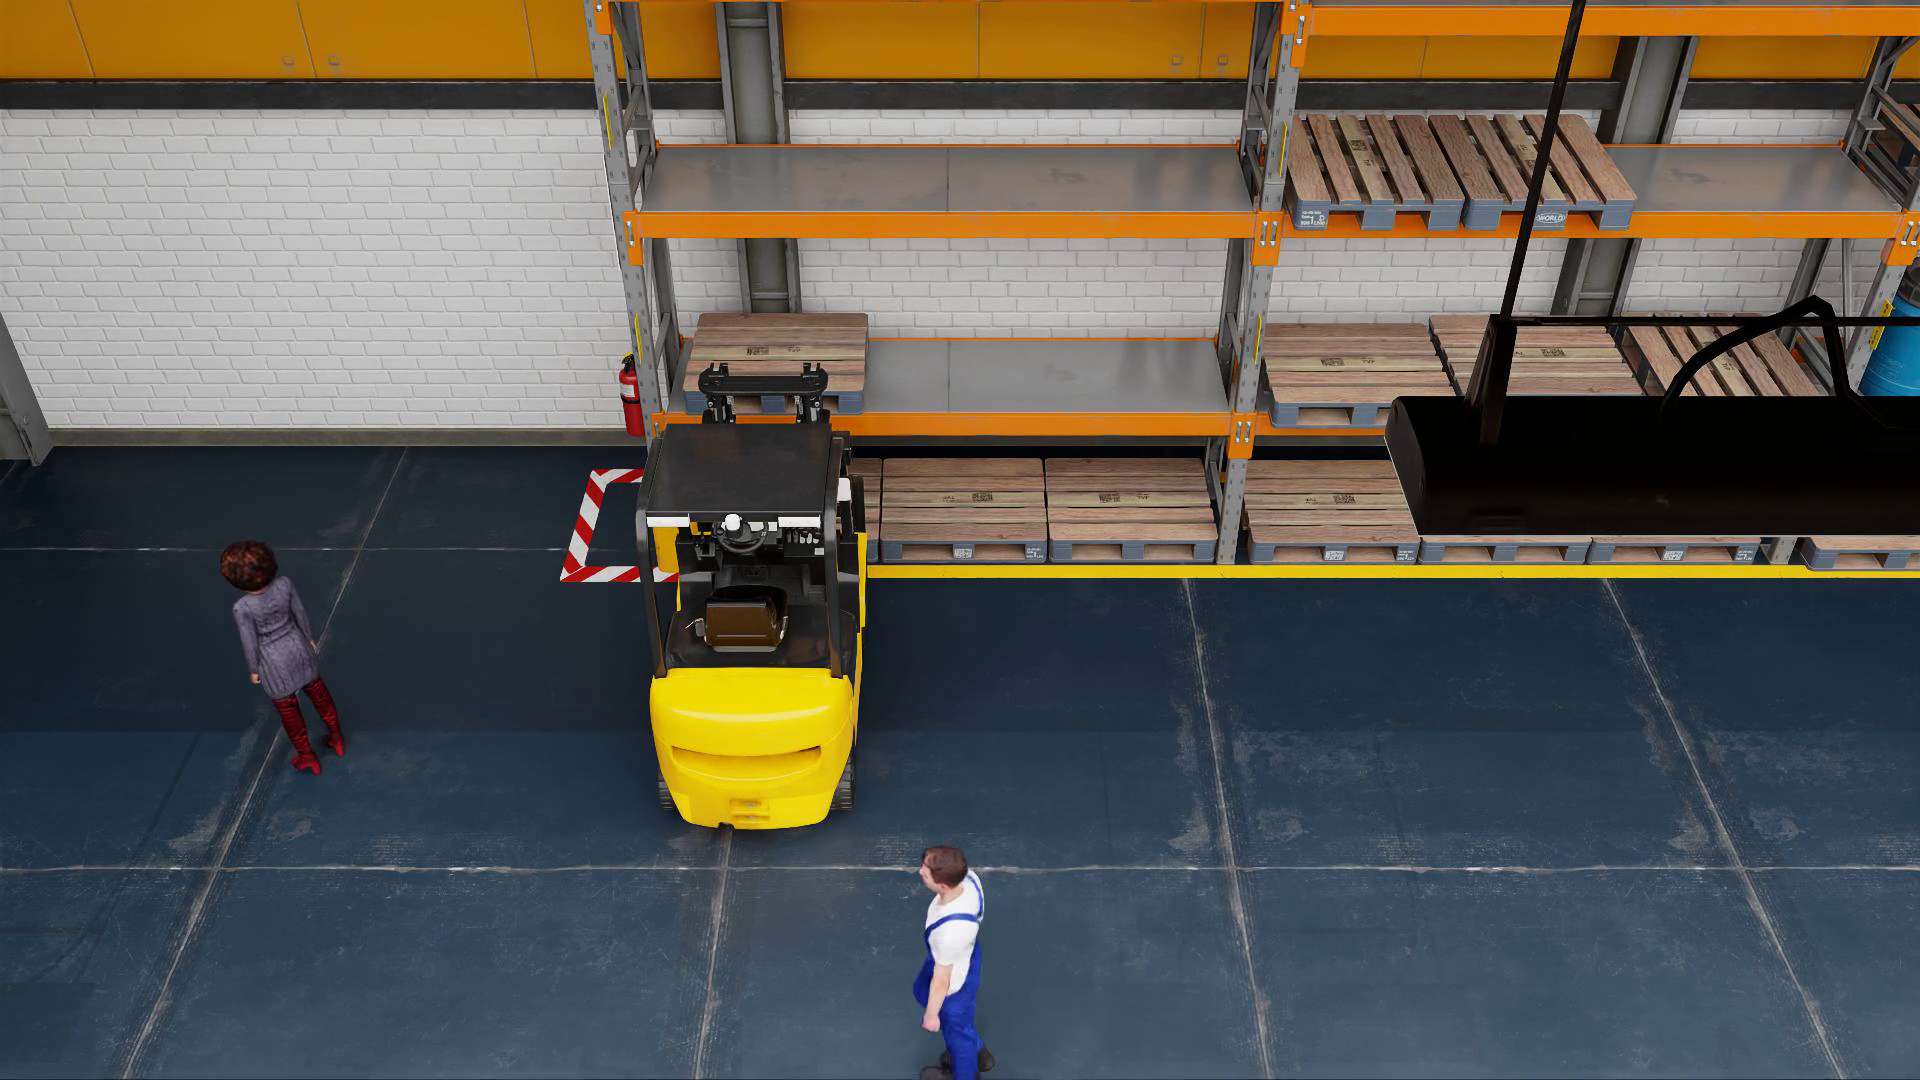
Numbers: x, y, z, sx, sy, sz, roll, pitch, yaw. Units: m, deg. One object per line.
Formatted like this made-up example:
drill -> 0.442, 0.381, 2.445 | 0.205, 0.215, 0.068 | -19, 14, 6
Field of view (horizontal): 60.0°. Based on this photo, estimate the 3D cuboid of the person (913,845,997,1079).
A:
person -> 0.061, 2.130, 8.094 | 0.707, 1.842, 0.688 | 6, 39, 7

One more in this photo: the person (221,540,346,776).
person -> -4.056, 0.709, 9.981 | 0.701, 1.708, 0.666 | 26, 45, 29
